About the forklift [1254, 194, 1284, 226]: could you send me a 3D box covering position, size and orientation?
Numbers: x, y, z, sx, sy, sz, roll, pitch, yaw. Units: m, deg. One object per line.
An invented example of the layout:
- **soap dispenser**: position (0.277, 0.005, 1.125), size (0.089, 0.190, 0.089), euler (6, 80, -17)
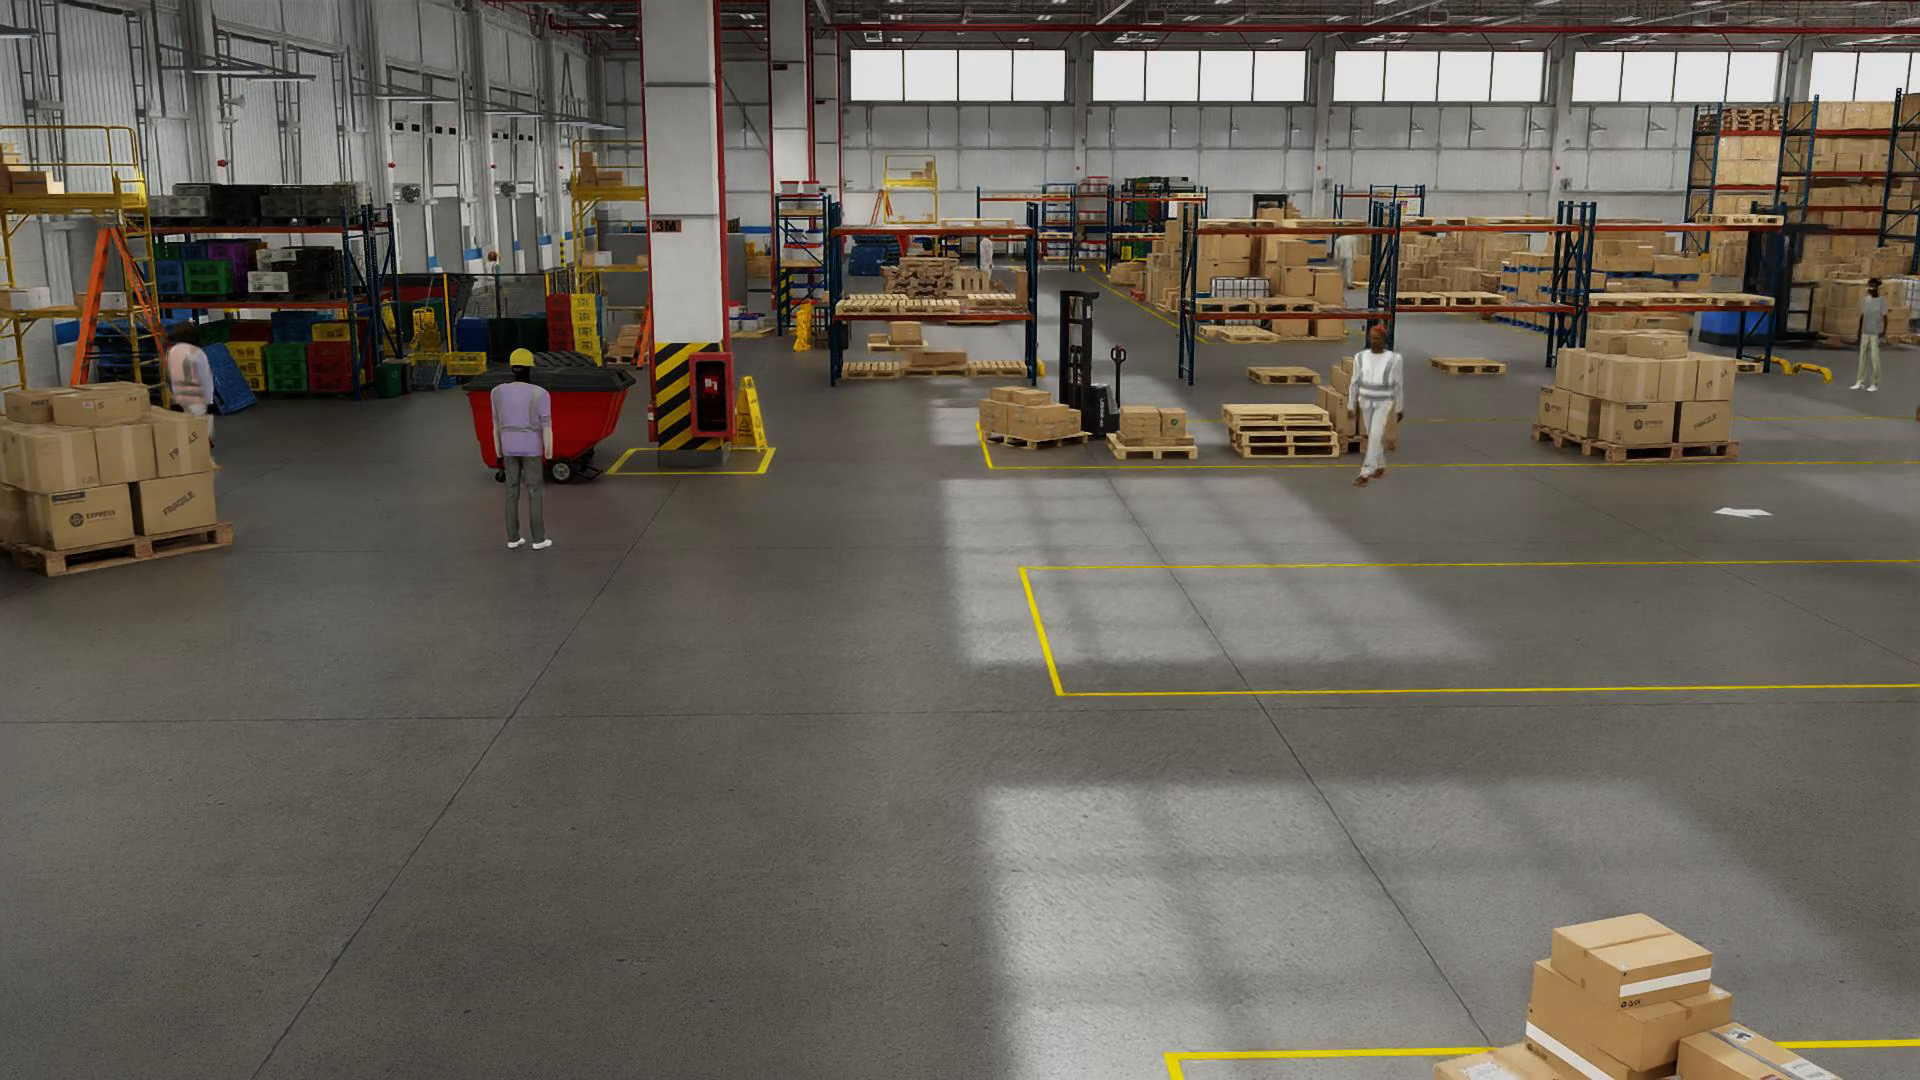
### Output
- **forklift**: position (10.138, -9.988, 54.815), size (1.129, 2.768, 1.873), euler (5, 13, 20)

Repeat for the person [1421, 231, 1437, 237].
- **person**: position (16.425, -10.330, 58.441), size (0.623, 1.966, 0.659), euler (-4, 13, -16)

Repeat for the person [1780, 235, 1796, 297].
- **person**: position (23.738, -7.876, 47.683), size (0.503, 1.823, 0.656), euler (0, 12, 2)

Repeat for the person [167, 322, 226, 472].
- **person**: position (-9.044, -1.644, 19.547), size (0.636, 1.827, 0.693), euler (9, 15, 35)

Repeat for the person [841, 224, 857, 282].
- **person**: position (-3.861, -9.353, 54.229), size (0.939, 1.876, 0.605), euler (2, 13, 10)

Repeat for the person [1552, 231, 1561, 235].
- **person**: position (18.526, -8.780, 51.626), size (0.559, 1.896, 0.998), euler (-5, 13, -20)

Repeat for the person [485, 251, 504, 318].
- **person**: position (-11.465, -6.267, 40.865), size (0.515, 1.633, 0.312), euler (10, 16, 38)

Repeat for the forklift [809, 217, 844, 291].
- **forklift**: position (-4.375, -8.619, 48.637), size (1.873, 2.768, 1.129), euler (0, 12, -2)

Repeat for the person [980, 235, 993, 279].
- **person**: position (0.781, -7.991, 47.956), size (0.371, 1.935, 0.627), euler (-5, 13, -20)

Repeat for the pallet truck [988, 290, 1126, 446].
- **pallet truck**: position (1.257, -2.299, 22.111), size (1.885, 1.965, 0.823), euler (-9, 15, -35)

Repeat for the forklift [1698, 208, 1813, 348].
- **forklift**: position (16.288, -5.347, 33.863), size (1.873, 2.768, 1.129), euler (0, 12, -2)

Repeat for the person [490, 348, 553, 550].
- **person**: position (-4.145, -0.861, 15.812), size (0.582, 1.918, 0.398), euler (1, 13, 4)

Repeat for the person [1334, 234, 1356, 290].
- **person**: position (11.785, -8.611, 50.893), size (0.674, 1.901, 0.842), euler (3, 13, 14)

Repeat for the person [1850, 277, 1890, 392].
- **person**: position (14.921, -3.362, 27.231), size (0.331, 1.860, 0.531), euler (-6, 14, -25)

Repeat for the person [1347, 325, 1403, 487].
- **person**: position (4.758, -1.548, 19.104), size (0.592, 1.831, 1.012), euler (9, 16, 36)
